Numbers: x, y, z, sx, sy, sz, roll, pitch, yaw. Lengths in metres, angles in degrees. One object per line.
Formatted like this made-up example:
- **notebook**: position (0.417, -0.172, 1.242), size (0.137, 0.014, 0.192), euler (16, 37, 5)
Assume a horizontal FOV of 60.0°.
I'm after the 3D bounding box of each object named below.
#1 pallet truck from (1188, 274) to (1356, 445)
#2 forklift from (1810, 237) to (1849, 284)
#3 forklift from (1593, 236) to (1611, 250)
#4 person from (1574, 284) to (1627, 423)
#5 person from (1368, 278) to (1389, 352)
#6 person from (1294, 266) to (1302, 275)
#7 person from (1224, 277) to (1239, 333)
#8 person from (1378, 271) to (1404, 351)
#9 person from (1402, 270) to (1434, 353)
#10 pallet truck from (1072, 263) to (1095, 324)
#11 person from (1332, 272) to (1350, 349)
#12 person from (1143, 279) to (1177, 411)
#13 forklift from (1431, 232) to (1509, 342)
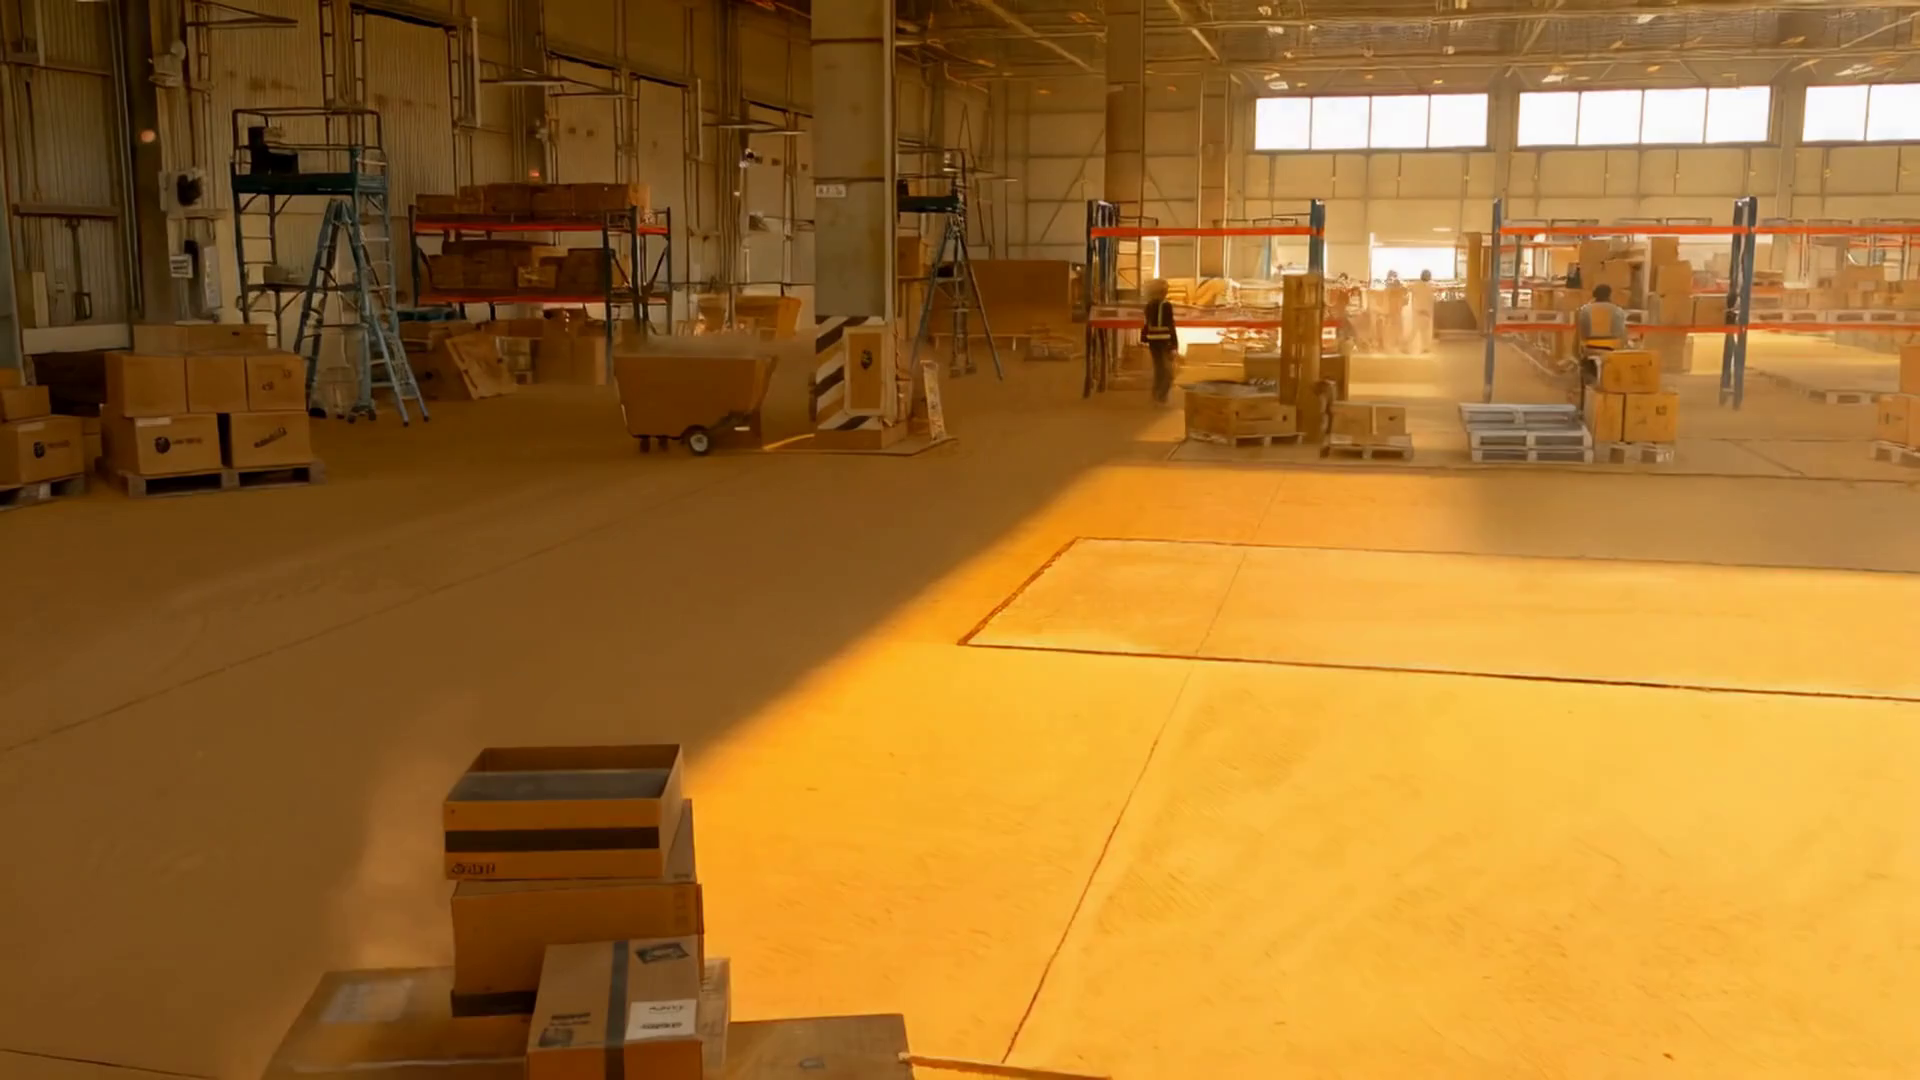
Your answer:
- **pallet truck**: position (3.653, -2.138, 19.590), size (1.885, 1.965, 0.823), euler (-4, 10, -20)
- **forklift**: position (27.372, -8.164, 52.473), size (1.129, 2.768, 1.873), euler (2, 10, 14)
- **forklift**: position (19.895, -8.030, 51.686), size (1.873, 2.768, 1.129), euler (6, 11, 31)
- **person**: position (8.211, -2.359, 21.355), size (0.635, 1.840, 0.429), euler (4, 10, 21)
- **person**: position (9.656, -5.172, 38.308), size (0.515, 1.697, 0.922), euler (-1, 10, -7)
- **person**: position (11.941, -8.674, 58.470), size (1.041, 1.880, 0.547), euler (5, 11, 26)
- **person**: position (7.486, -6.400, 45.763), size (0.519, 1.633, 0.311), euler (7, 12, 36)
- **person**: position (10.119, -5.390, 39.124), size (0.645, 1.884, 1.015), euler (-2, 10, -12)
- **person**: position (10.395, -5.170, 37.759), size (0.853, 1.906, 0.668), euler (-5, 11, -26)
- **pallet truck**: position (4.325, -8.180, 55.162), size (0.823, 1.965, 1.885), euler (6, 11, 31)
- **person**: position (9.049, -5.436, 39.492), size (0.519, 1.830, 0.397), euler (-5, 11, -29)
- **person**: position (2.851, -2.763, 23.647), size (0.373, 1.874, 0.615), euler (-6, 11, -30)
- **forklift**: position (13.184, -6.527, 42.836), size (1.873, 2.768, 1.129), euler (2, 10, 14)
